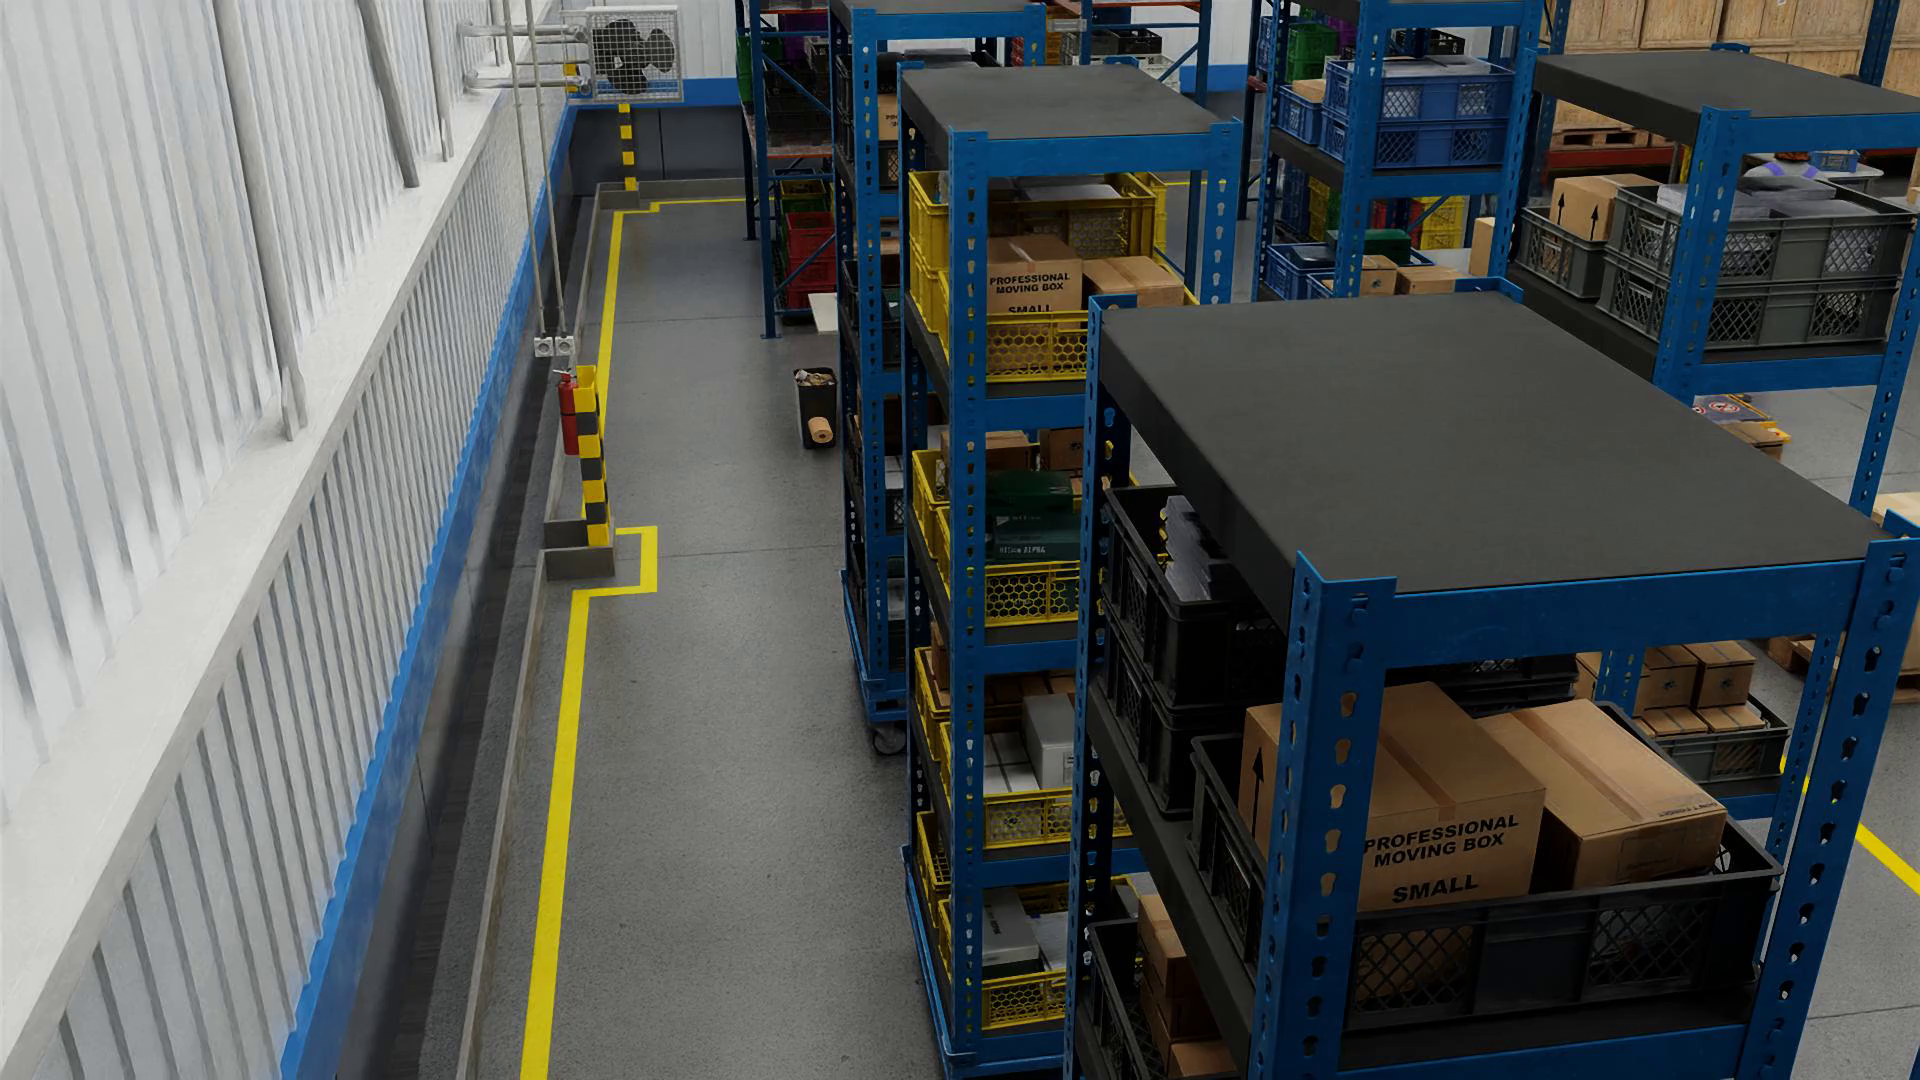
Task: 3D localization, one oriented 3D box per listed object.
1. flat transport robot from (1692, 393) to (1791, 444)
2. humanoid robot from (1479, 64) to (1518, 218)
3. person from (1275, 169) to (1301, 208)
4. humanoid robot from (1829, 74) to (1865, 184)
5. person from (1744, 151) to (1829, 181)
[{"bbox_3d":[5.224,-0.859,12.132,1.431,0.197,0.652,-4,25,-8],"label":"flat transport robot"},{"bbox_3d":[5.902,-4.283,17.930,0.439,1.647,0.597,22,33,39],"label":"humanoid robot"},{"bbox_3d":[3.677,-4.539,18.255,0.638,1.868,0.584,-12,27,-24],"label":"person"},{"bbox_3d":[9.090,-3.971,17.259,0.604,1.653,0.367,-20,31,-36],"label":"humanoid robot"},{"bbox_3d":[6.449,-2.341,13.269,0.679,2.000,0.536,3,25,6],"label":"person"}]
